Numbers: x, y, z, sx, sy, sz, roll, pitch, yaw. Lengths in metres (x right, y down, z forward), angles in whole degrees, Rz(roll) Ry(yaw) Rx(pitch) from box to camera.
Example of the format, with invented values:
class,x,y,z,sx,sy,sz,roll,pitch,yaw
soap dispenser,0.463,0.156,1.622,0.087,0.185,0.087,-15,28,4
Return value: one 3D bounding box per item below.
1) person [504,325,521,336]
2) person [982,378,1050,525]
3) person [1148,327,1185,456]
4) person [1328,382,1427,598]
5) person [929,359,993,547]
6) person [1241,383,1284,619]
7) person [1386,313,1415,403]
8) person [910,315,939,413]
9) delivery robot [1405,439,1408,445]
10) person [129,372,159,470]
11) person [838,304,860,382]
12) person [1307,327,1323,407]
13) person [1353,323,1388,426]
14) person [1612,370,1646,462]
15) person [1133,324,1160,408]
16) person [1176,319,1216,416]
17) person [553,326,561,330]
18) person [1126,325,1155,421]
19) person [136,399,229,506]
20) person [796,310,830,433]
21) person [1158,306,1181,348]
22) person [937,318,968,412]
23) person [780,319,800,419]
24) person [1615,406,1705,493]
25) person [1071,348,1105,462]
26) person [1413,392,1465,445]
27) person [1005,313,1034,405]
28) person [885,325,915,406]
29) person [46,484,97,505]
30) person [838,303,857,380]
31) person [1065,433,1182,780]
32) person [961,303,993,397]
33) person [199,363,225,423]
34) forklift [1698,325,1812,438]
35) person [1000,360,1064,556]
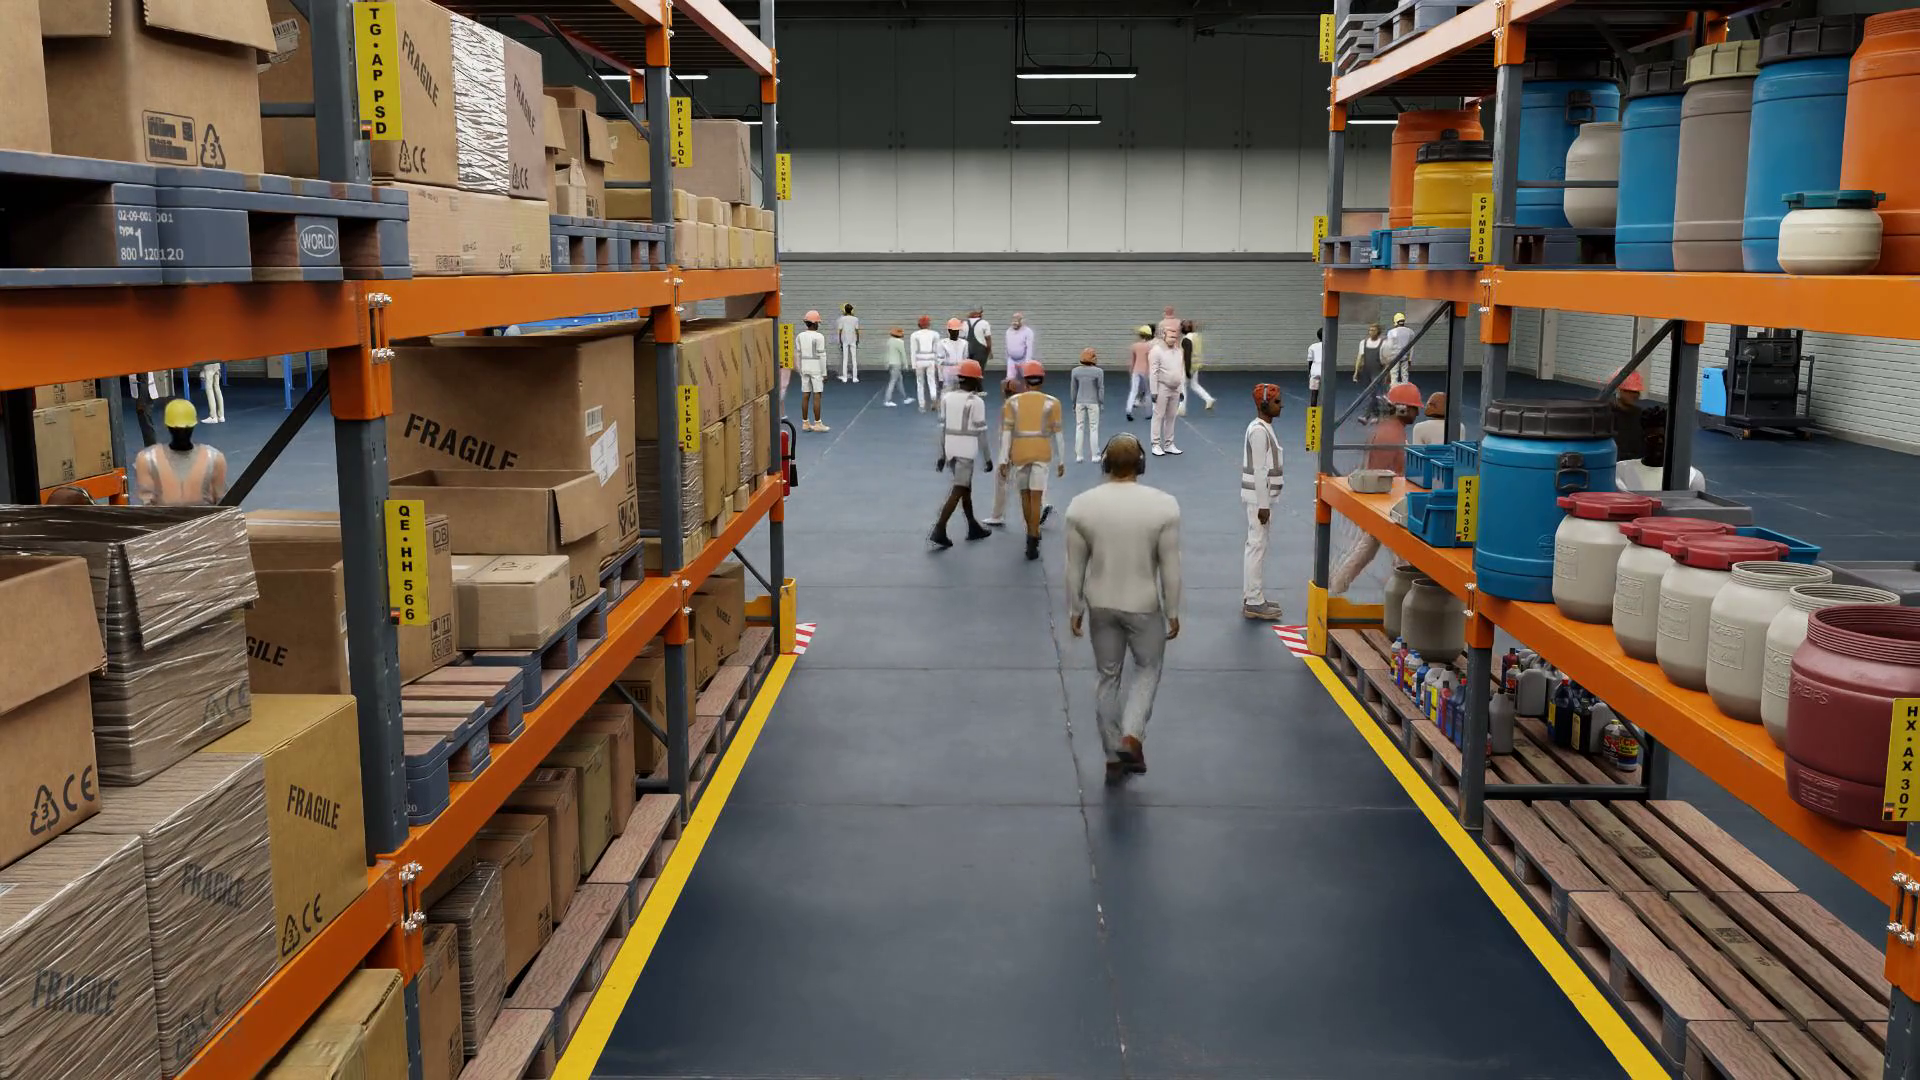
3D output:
class,x,y,z,sx,sy,sz,roll,pitch,yaw
person,-8.527,-3.391,31.660,0.372,1.940,0.631,-1,10,-8
person,0.613,-0.951,18.022,0.702,1.612,0.521,7,12,35
person,3.095,-2.217,24.746,0.636,1.902,0.406,-7,12,-37
person,3.310,-0.265,12.948,1.048,1.942,0.635,3,10,15
person,-0.004,-0.889,16.886,0.545,1.884,1.012,9,13,44
person,2.452,-0.324,13.458,0.356,1.883,0.573,1,10,9
person,8.932,-3.699,33.839,0.587,1.828,0.404,-2,10,-14
person,-0.650,-3.342,31.605,0.591,1.865,0.733,-2,10,-12
delivery robot,6.066,-1.321,23.245,0.477,0.478,0.707,2,10,10
person,-11.326,-1.943,23.055,0.392,1.917,0.593,-5,11,-27
person,-2.648,-4.714,39.792,0.509,1.872,0.328,0,9,-1
person,6.495,-2.969,29.855,0.533,1.698,0.322,7,12,36
person,7.241,-2.918,29.275,0.506,1.791,0.985,8,12,39
person,5.607,-0.451,13.984,0.657,1.953,0.973,-1,10,-8
person,3.719,-3.372,32.386,0.884,1.632,0.551,-6,11,-30
person,4.376,-3.222,31.037,0.782,1.809,0.647,5,11,28
person,-9.684,-4.660,39.999,0.368,1.684,0.556,3,10,17
person,3.284,-3.032,30.189,0.535,1.722,0.919,6,11,34
person,-5.486,-0.064,11.809,0.590,1.906,0.576,-4,10,-24
person,-2.477,-2.841,28.054,0.608,2.044,0.370,7,12,35
person,4.774,-4.355,37.687,0.634,1.876,0.959,-4,10,-22
person,-0.100,-2.696,27.503,0.547,1.937,0.379,-4,10,-25
person,-3.273,-3.056,29.887,0.701,1.870,0.856,4,10,21
person,4.300,0.143,10.410,0.607,1.966,0.367,4,10,24
person,1.831,-1.934,23.846,0.501,1.633,0.286,4,10,24
person,4.520,-0.588,15.775,0.507,1.636,0.272,0,9,-1
person,1.178,-3.561,32.995,0.635,1.864,0.979,4,10,23
person,-1.186,-3.475,33.184,0.814,1.595,0.521,-5,11,-29
person,-4.076,0.654,7.738,0.624,1.840,0.429,-3,10,-16
person,-2.741,-4.813,40.384,0.639,1.867,0.621,7,12,35
person,0.895,0.372,9.142,0.649,1.929,0.443,3,10,15
person,0.320,-3.999,35.126,0.675,2.000,0.922,8,12,40
person,-13.408,-3.023,29.737,0.327,1.855,0.516,2,10,12
forklift,13.248,-3.165,27.620,1.129,2.768,1.873,0,9,1
person,0.721,-0.814,16.384,0.594,1.880,1.002,2,10,12
